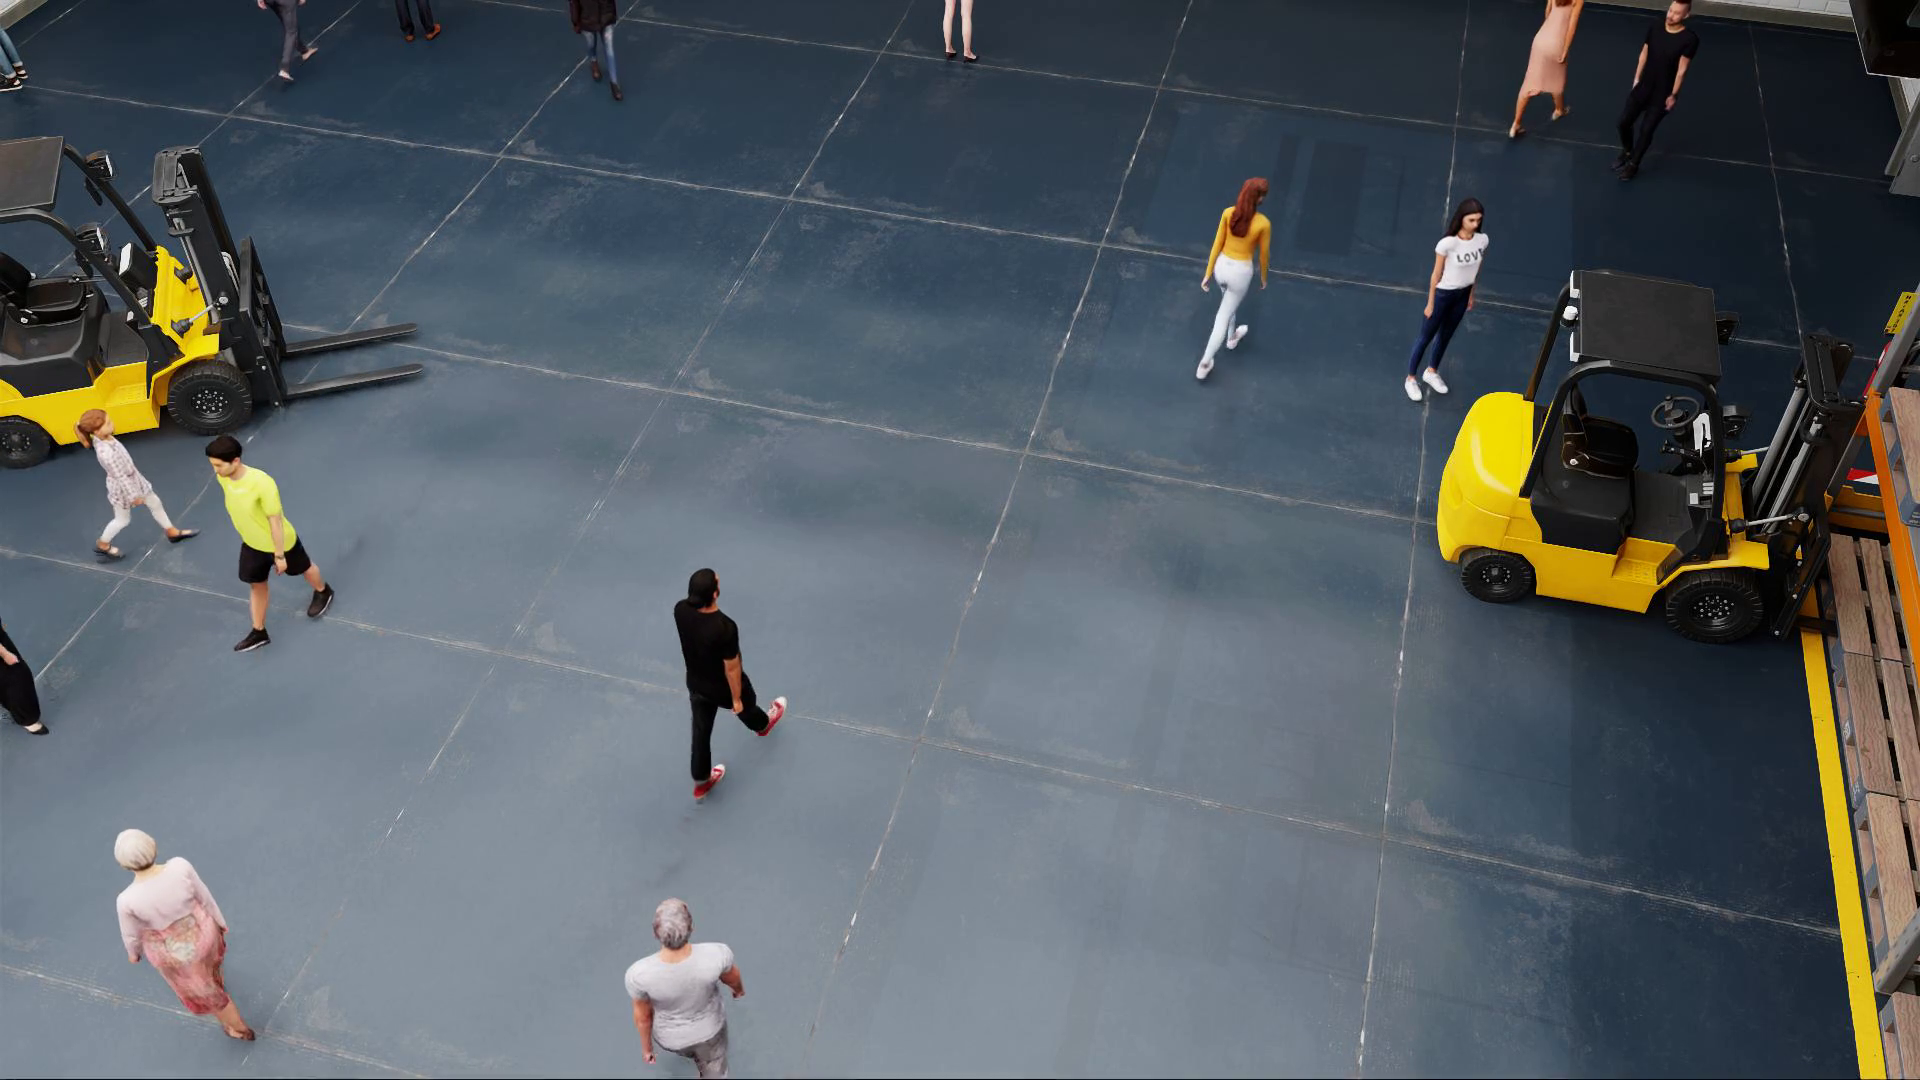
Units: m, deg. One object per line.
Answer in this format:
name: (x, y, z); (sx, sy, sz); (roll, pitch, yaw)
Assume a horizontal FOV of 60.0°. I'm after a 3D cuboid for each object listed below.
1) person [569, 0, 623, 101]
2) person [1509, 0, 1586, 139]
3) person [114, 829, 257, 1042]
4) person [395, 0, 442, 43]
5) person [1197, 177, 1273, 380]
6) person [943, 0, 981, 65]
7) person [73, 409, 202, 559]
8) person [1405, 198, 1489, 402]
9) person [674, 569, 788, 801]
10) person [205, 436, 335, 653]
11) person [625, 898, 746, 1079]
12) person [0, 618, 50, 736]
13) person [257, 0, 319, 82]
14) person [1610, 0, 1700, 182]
person: (-3.690, -5.303, 16.697); (1.026, 1.596, 1.145); (-16, 46, -16)
person: (5.584, -4.676, 15.894); (1.102, 1.795, 0.979); (-29, 51, -27)
person: (-4.059, 2.163, 8.808); (0.855, 1.668, 0.904); (25, 49, 24)
person: (-5.849, -6.105, 17.397); (0.726, 1.791, 0.708); (-5, 44, -6)
person: (2.116, -2.033, 13.188); (0.799, 1.702, 1.075); (18, 46, 18)
person: (-0.008, -5.763, 17.012); (0.626, 1.827, 0.584); (21, 48, 21)
person: (-5.976, -0.378, 11.752); (0.936, 1.287, 0.951); (-15, 46, -15)
person: (3.801, -1.886, 12.981); (0.669, 1.774, 0.699); (-15, 46, -15)
person: (-1.531, 0.913, 10.086); (0.836, 1.716, 1.171); (21, 47, 20)
person: (-4.592, -0.075, 11.160); (0.699, 1.665, 1.054); (14, 45, 14)
person: (-1.332, 2.522, 8.351); (1.071, 1.778, 1.283); (-10, 44, -10)
person: (-6.177, 0.620, 10.494); (0.755, 1.576, 0.733); (27, 50, 26)
person: (-6.927, -5.497, 16.829); (0.622, 1.694, 1.065); (9, 44, 10)
person: (6.476, -4.202, 15.353); (0.825, 1.856, 0.801); (-29, 51, -27)
